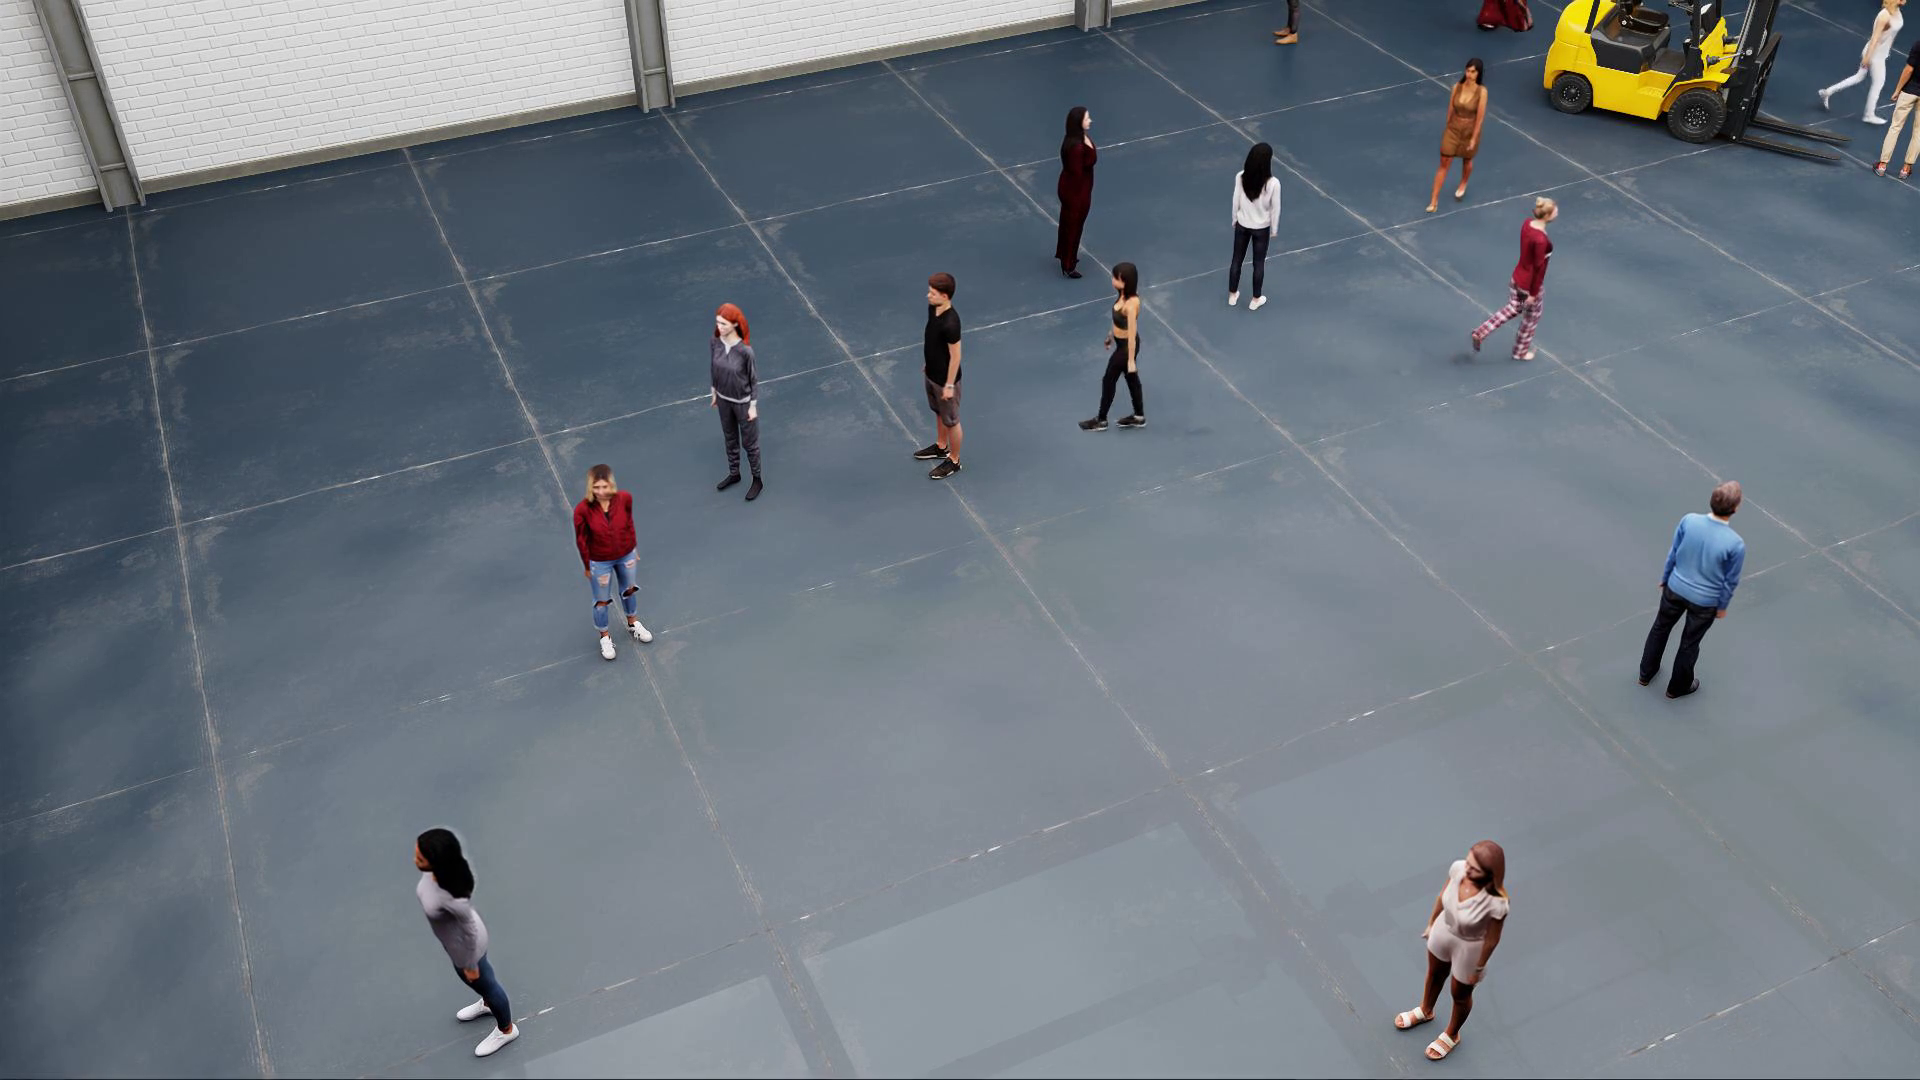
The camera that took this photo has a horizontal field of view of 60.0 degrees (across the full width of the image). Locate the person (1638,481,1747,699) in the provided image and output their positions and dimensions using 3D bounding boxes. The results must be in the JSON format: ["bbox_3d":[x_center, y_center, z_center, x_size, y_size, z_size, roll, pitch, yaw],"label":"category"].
[{"bbox_3d":[5.152,0.341,11.661,0.672,1.820,0.715,-29,47,-31],"label":"person"}]

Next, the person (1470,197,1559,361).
[{"bbox_3d":[5.097,-2.359,15.155,0.950,1.679,0.764,-6,39,-7],"label":"person"}]

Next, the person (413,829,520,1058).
[{"bbox_3d":[-2.779,2.240,9.352,0.546,1.734,0.620,-20,43,-23],"label":"person"}]

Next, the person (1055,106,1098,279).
[{"bbox_3d":[1.124,-3.461,16.472,0.755,1.757,0.756,1,39,1],"label":"person"}]

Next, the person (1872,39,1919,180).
[{"bbox_3d":[10.464,-4.860,18.144,0.710,1.857,0.752,15,41,18],"label":"person"}]

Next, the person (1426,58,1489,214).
[{"bbox_3d":[5.365,-4.295,17.614,0.945,1.635,1.164,23,44,26],"label":"person"}]

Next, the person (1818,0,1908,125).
[{"bbox_3d":[10.580,-5.697,19.368,0.986,1.638,1.072,24,44,27],"label":"person"}]

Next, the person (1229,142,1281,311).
[{"bbox_3d":[2.810,-3.022,15.968,0.699,1.700,0.733,18,42,21],"label":"person"}]

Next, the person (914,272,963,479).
[{"bbox_3d":[-0.132,-1.389,13.794,0.568,1.862,0.678,-15,41,-18],"label":"person"}]

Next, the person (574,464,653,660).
[{"bbox_3d":[-2.533,0.122,12.085,0.504,1.634,0.691,-24,44,-27],"label":"person"}]

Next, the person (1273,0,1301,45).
[{"bbox_3d":[4.282,-7.207,21.191,0.724,1.722,0.725,3,39,4],"label":"person"}]

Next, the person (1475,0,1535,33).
[{"bbox_3d":[6.989,-7.364,21.454,1.095,1.638,0.975,6,39,7],"label":"person"}]

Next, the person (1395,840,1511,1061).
[{"bbox_3d":[2.818,2.270,9.345,0.572,1.696,0.582,-20,43,-23],"label":"person"}]

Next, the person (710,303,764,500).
[{"bbox_3d":[-1.823,-1.141,13.550,0.651,1.780,0.679,19,42,22],"label":"person"}]

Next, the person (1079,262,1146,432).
[{"bbox_3d":[1.508,-1.645,14.304,0.931,1.625,0.790,-1,39,-1],"label":"person"}]
